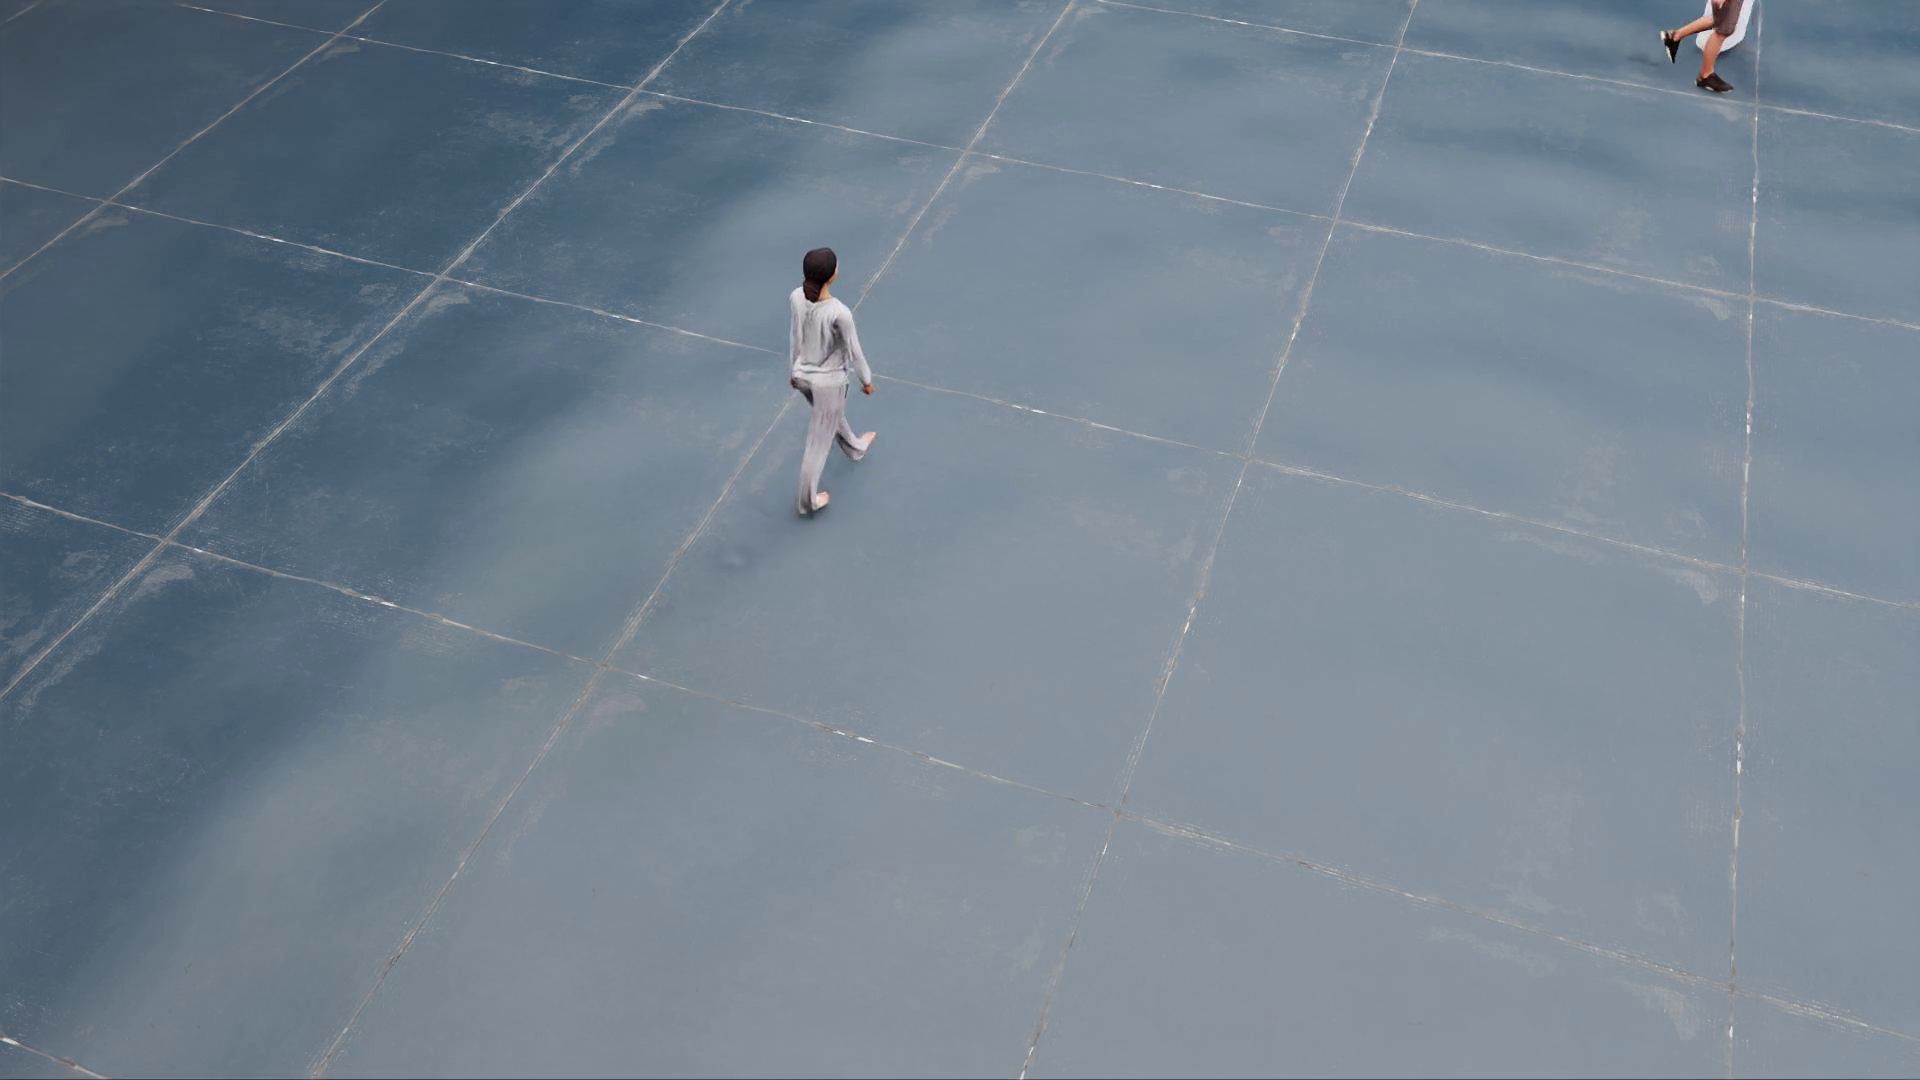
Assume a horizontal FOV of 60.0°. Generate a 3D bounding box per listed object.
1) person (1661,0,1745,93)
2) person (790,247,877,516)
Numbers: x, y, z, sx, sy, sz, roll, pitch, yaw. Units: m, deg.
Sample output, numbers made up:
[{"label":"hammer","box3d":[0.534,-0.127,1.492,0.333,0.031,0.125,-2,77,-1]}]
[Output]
[{"label":"person","box3d":[6.274,-4.637,13.688,1.040,1.842,0.833,28,50,26]},{"label":"person","box3d":[-0.863,-0.872,9.735,1.048,1.734,0.904,29,50,28]}]
